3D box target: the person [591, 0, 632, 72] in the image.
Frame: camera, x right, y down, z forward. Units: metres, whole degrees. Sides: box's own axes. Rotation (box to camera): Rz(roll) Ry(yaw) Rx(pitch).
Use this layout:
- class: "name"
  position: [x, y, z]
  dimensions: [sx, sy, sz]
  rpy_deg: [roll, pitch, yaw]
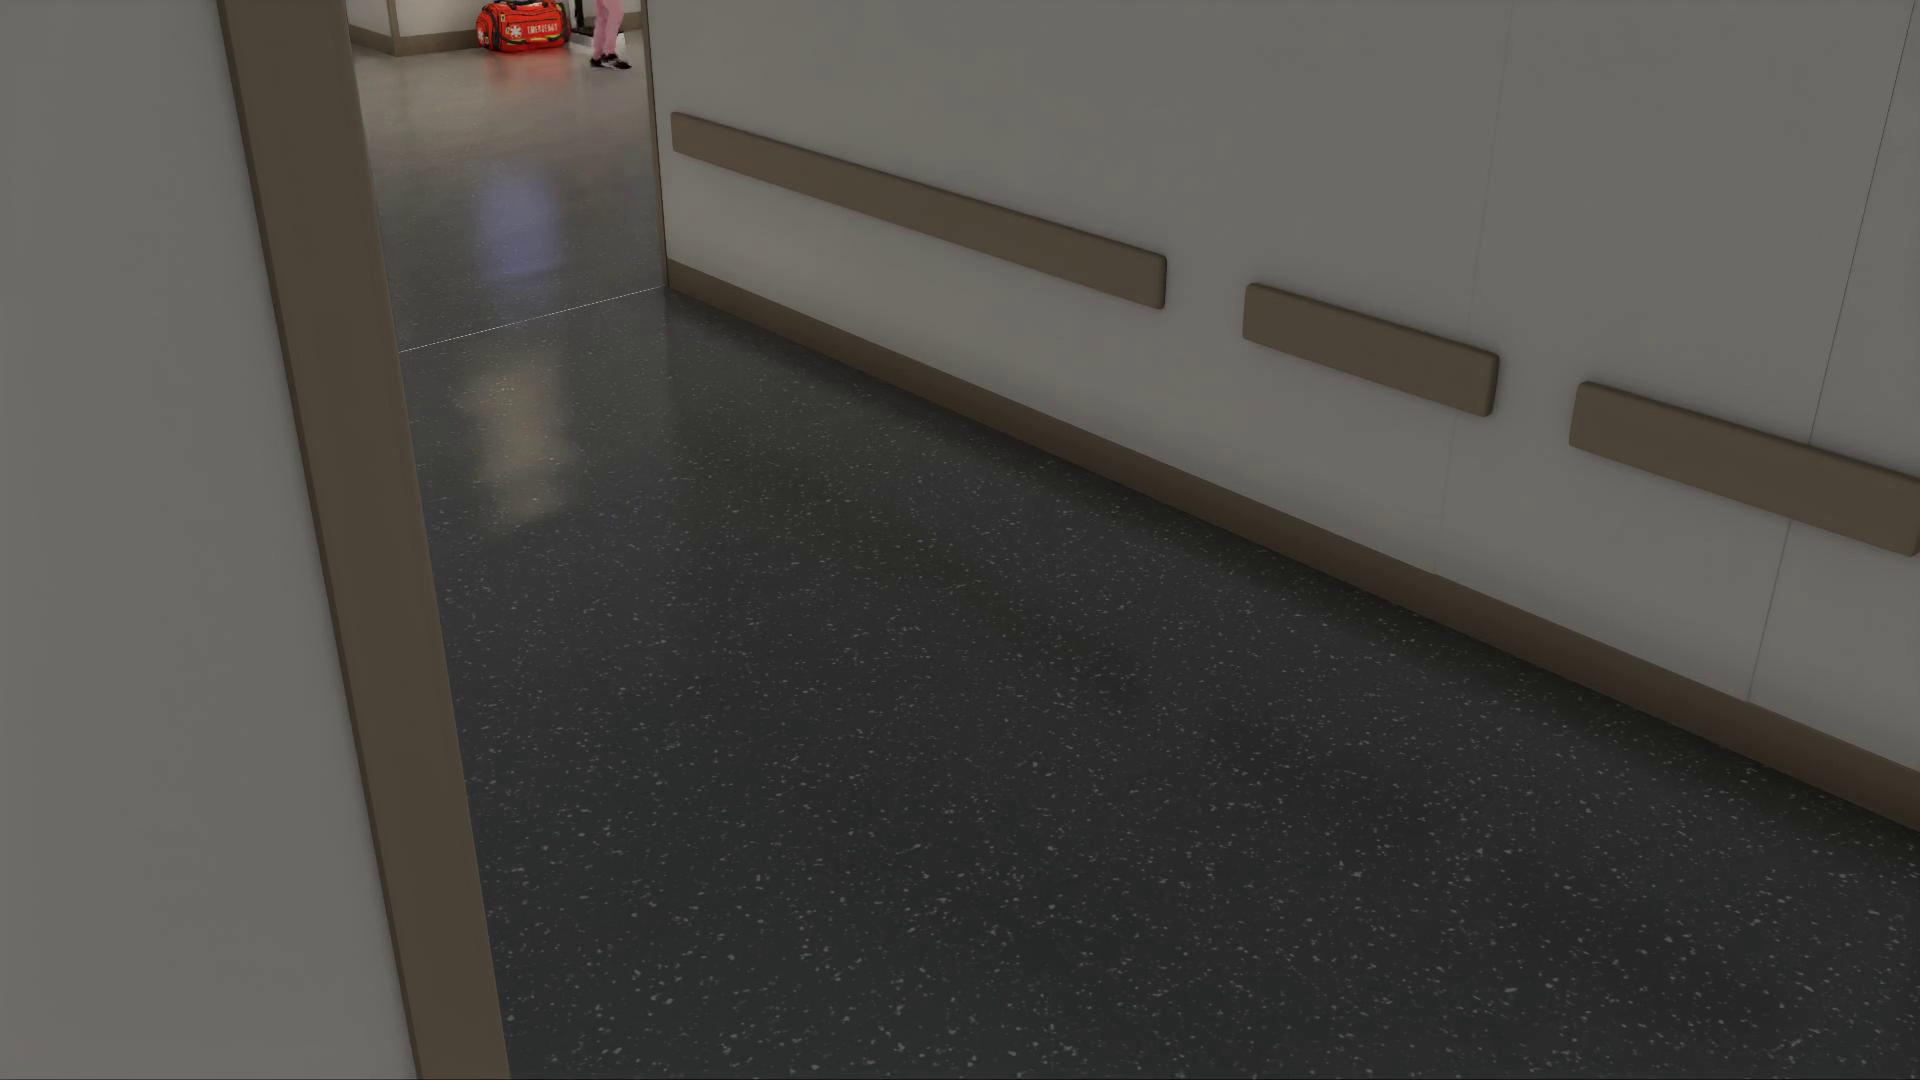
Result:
- class: "person"
  position: [-2.974, -4.565, 13.400]
  dimensions: [0.741, 1.552, 0.681]
  rpy_deg: [3, 26, 6]
